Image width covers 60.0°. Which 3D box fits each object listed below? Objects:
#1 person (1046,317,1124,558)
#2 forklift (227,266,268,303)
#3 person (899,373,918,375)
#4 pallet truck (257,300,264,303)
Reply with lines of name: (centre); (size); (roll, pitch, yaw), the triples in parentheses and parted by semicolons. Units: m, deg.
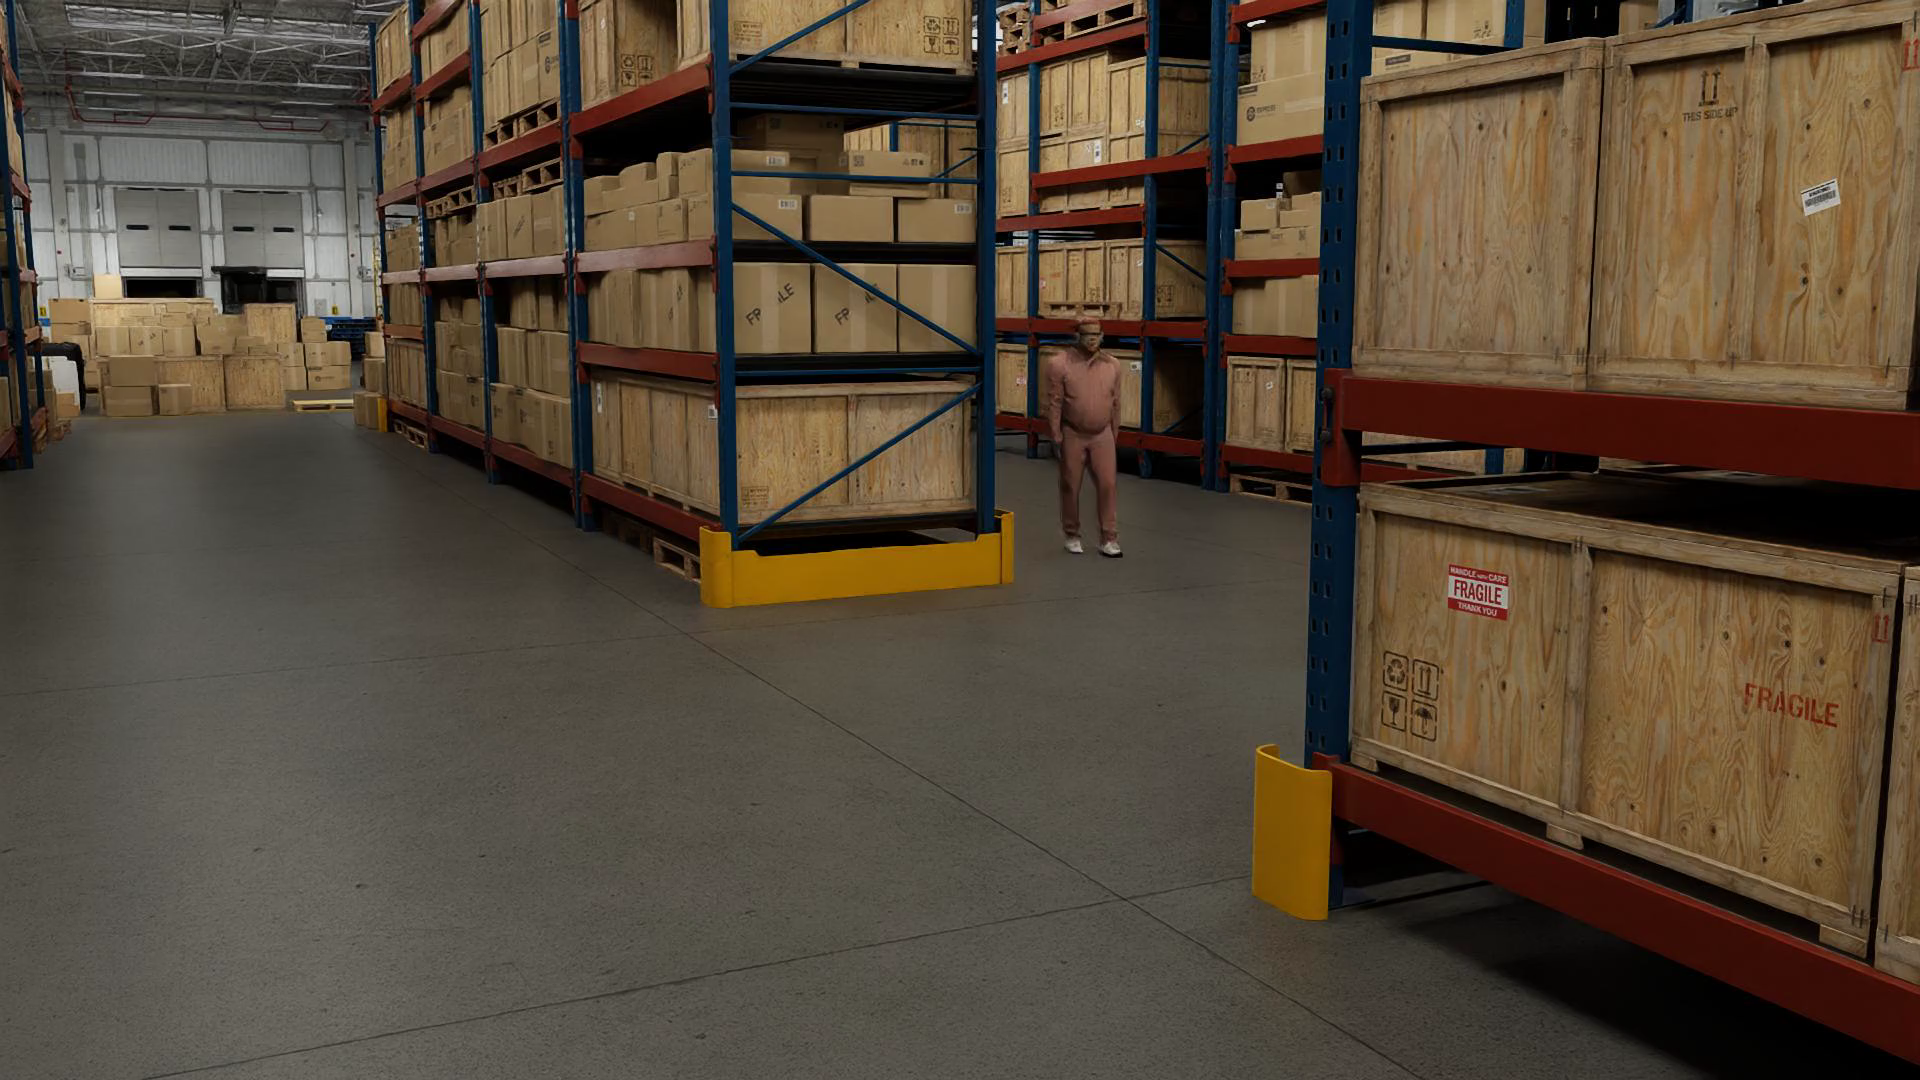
person: (1.000, -0.786, 12.968); (0.651, 1.875, 0.868); (-2, 8, -10)
forklift: (-17.707, -5.424, 41.488); (1.129, 2.768, 1.873); (-1, 8, -6)
person: (-0.590, -1.069, 15.538); (0.531, 1.692, 0.322); (5, 10, 31)
pallet truck: (-23.913, -7.404, 58.171); (1.885, 1.965, 0.823); (-1, 8, -9)
